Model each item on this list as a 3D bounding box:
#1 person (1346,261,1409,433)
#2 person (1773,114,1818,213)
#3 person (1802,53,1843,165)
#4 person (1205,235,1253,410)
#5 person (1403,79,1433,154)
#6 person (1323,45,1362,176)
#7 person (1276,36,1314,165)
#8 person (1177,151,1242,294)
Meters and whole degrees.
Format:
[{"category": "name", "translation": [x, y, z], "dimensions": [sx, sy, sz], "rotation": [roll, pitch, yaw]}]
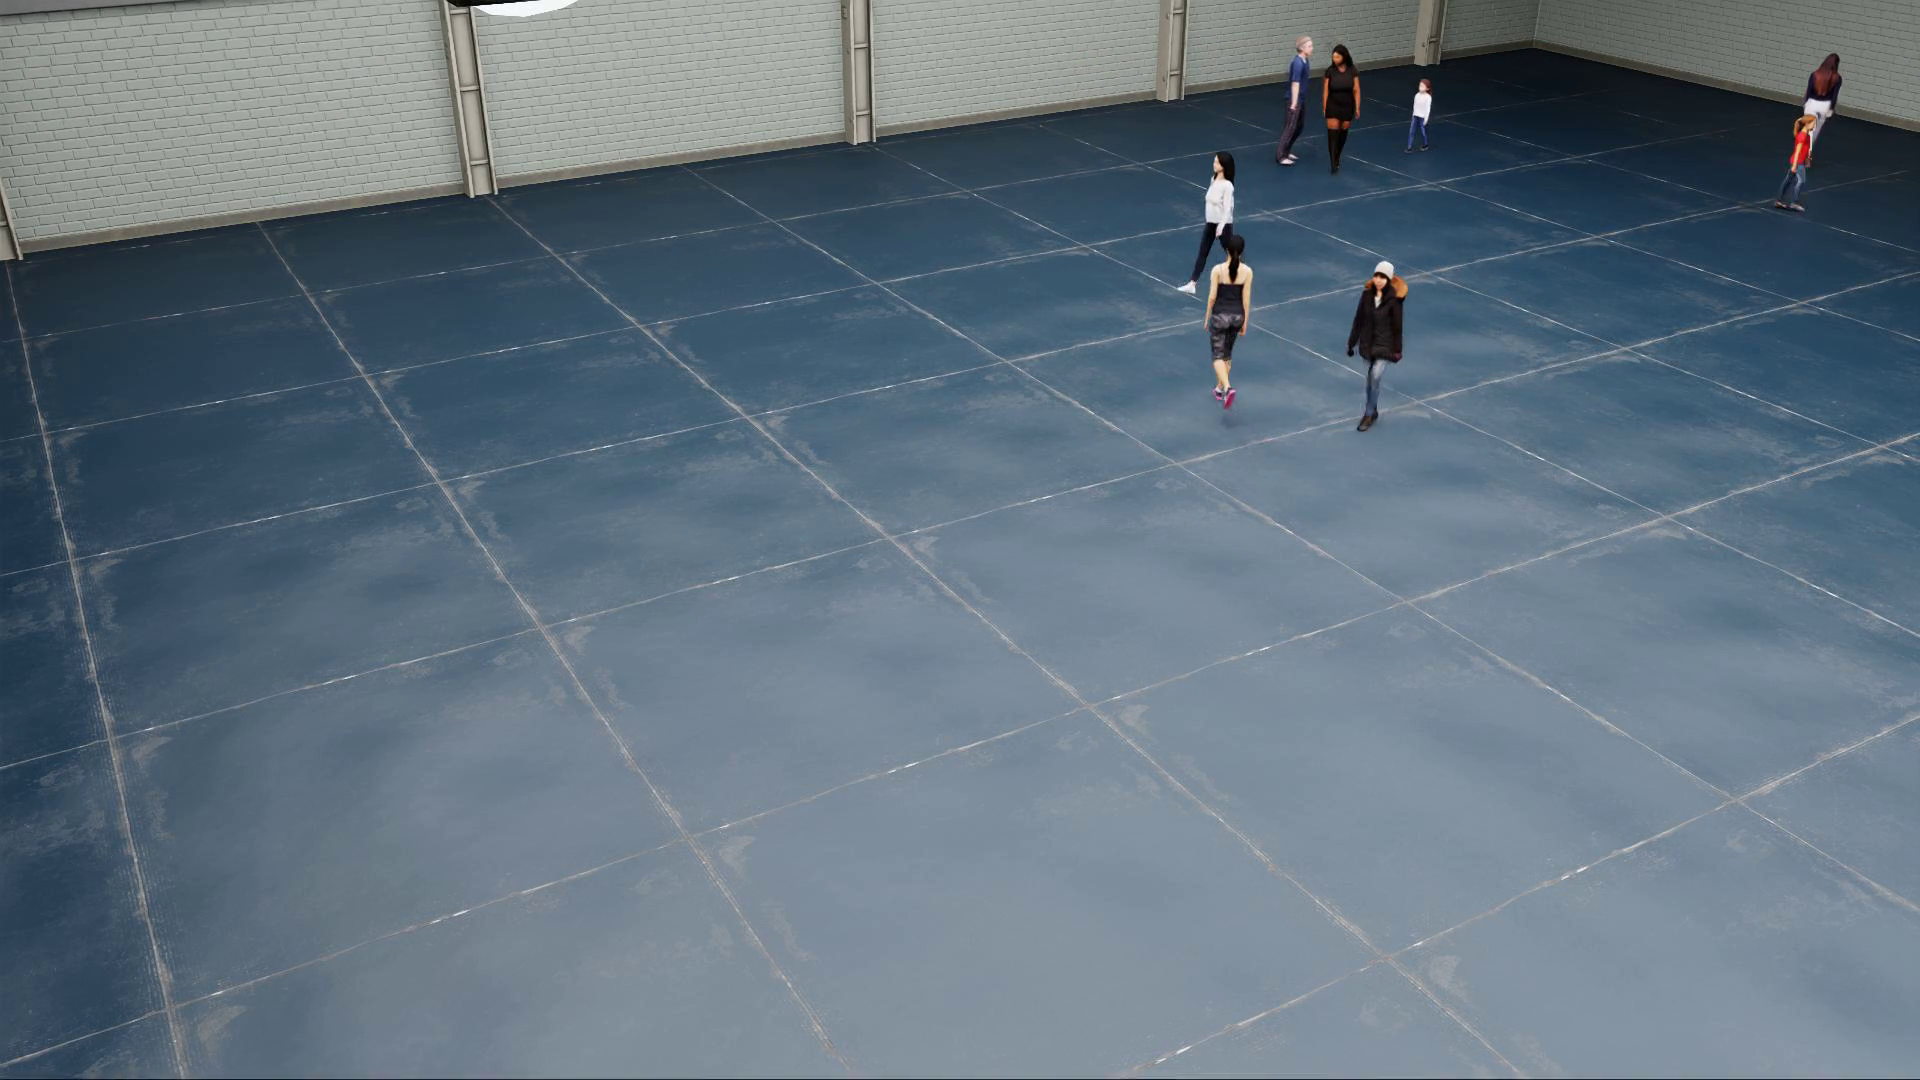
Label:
[{"category": "person", "translation": [4.006, -1.877, 15.832], "dimensions": [0.755, 1.622, 0.820], "rotation": [22, 34, 36]}, {"category": "person", "translation": [11.229, -5.101, 22.449], "dimensions": [0.711, 1.296, 0.673], "rotation": [12, 30, 22]}, {"category": "person", "translation": [12.648, -6.323, 24.528], "dimensions": [1.039, 1.567, 1.142], "rotation": [9, 29, 16]}, {"category": "person", "translation": [2.597, -2.079, 16.133], "dimensions": [1.013, 1.707, 0.889], "rotation": [-2, 27, -5]}, {"category": "person", "translation": [7.037, -6.443, 25.284], "dimensions": [0.820, 1.088, 0.572], "rotation": [-24, 35, -38]}, {"category": "person", "translation": [5.500, -6.243, 24.113], "dimensions": [1.135, 1.803, 1.118], "rotation": [1, 27, 2]}, {"category": "person", "translation": [4.925, -6.469, 24.502], "dimensions": [0.857, 1.850, 0.776], "rotation": [10, 29, 19]}, {"category": "person", "translation": [3.080, -3.627, 19.196], "dimensions": [1.126, 1.655, 0.743], "rotation": [-11, 29, -21]}]
